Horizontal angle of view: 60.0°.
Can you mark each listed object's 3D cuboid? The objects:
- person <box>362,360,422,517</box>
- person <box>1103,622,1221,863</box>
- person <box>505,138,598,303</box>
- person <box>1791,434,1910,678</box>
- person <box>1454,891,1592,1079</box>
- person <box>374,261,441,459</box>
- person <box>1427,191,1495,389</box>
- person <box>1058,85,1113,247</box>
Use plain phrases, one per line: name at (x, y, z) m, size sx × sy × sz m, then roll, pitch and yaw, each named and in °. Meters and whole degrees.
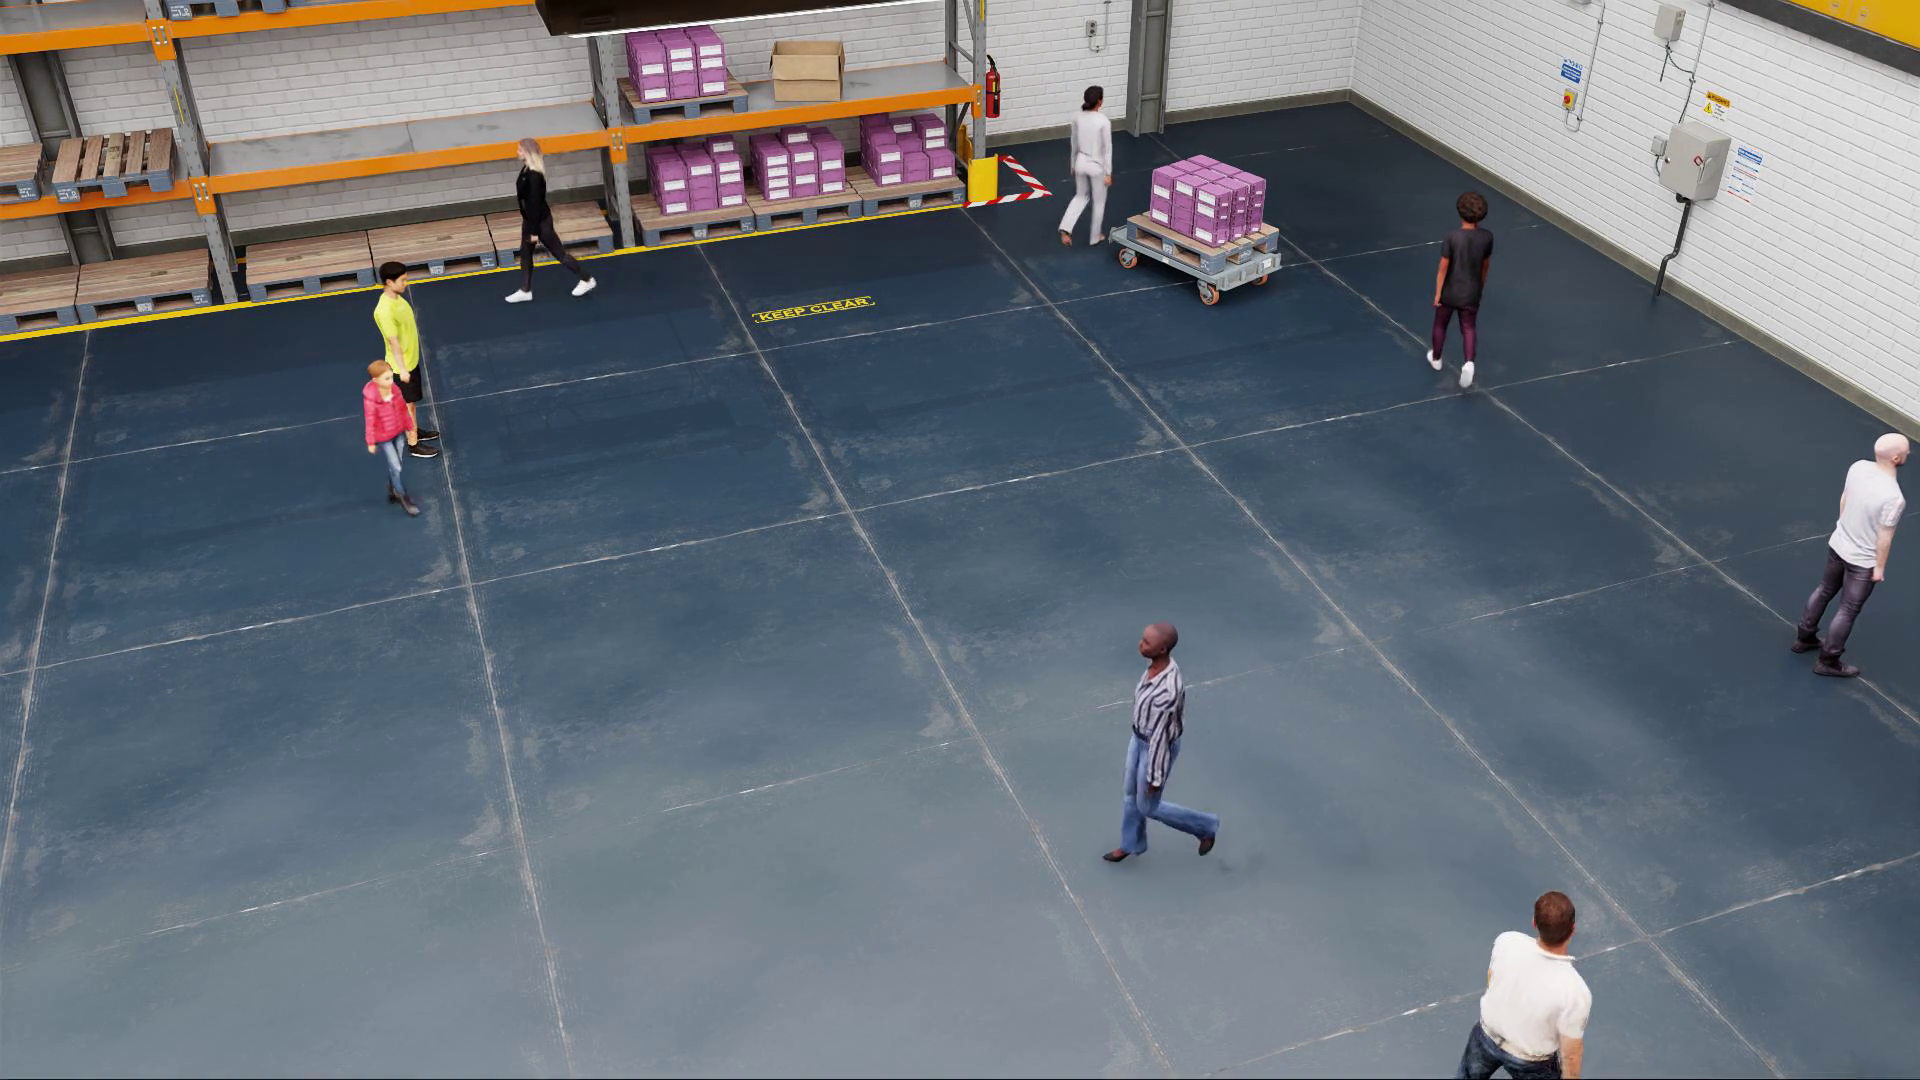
person at (-4.564, -0.845, 13.158) m, size 0.787 × 1.300 × 0.739 m, roll 18°, pitch 38°, yaw 25°
person at (1.209, 1.229, 9.610) m, size 0.975 × 1.774 × 0.762 m, roll -3°, pitch 34°, yaw -5°
person at (-3.996, -3.087, 16.221) m, size 1.125 × 1.644 × 0.634 m, roll -10°, pitch 35°, yaw -15°
person at (6.075, 0.081, 11.285) m, size 0.662 × 1.832 × 0.707 m, roll -4°, pitch 34°, yaw -6°
person at (2.622, 2.429, 7.759) m, size 0.787 × 1.825 × 1.072 m, roll -13°, pitch 36°, yaw -18°
person at (-4.633, -1.508, 13.790) m, size 0.574 × 1.705 × 0.650 m, roll -6°, pitch 34°, yaw -9°
person at (4.479, -2.212, 14.796) m, size 1.058 × 1.764 × 0.931 m, roll 0°, pitch 34°, yaw 0°
person at (1.323, -3.842, 17.289) m, size 0.903 × 1.718 × 1.033 m, roll 24°, pitch 41°, yaw 32°
